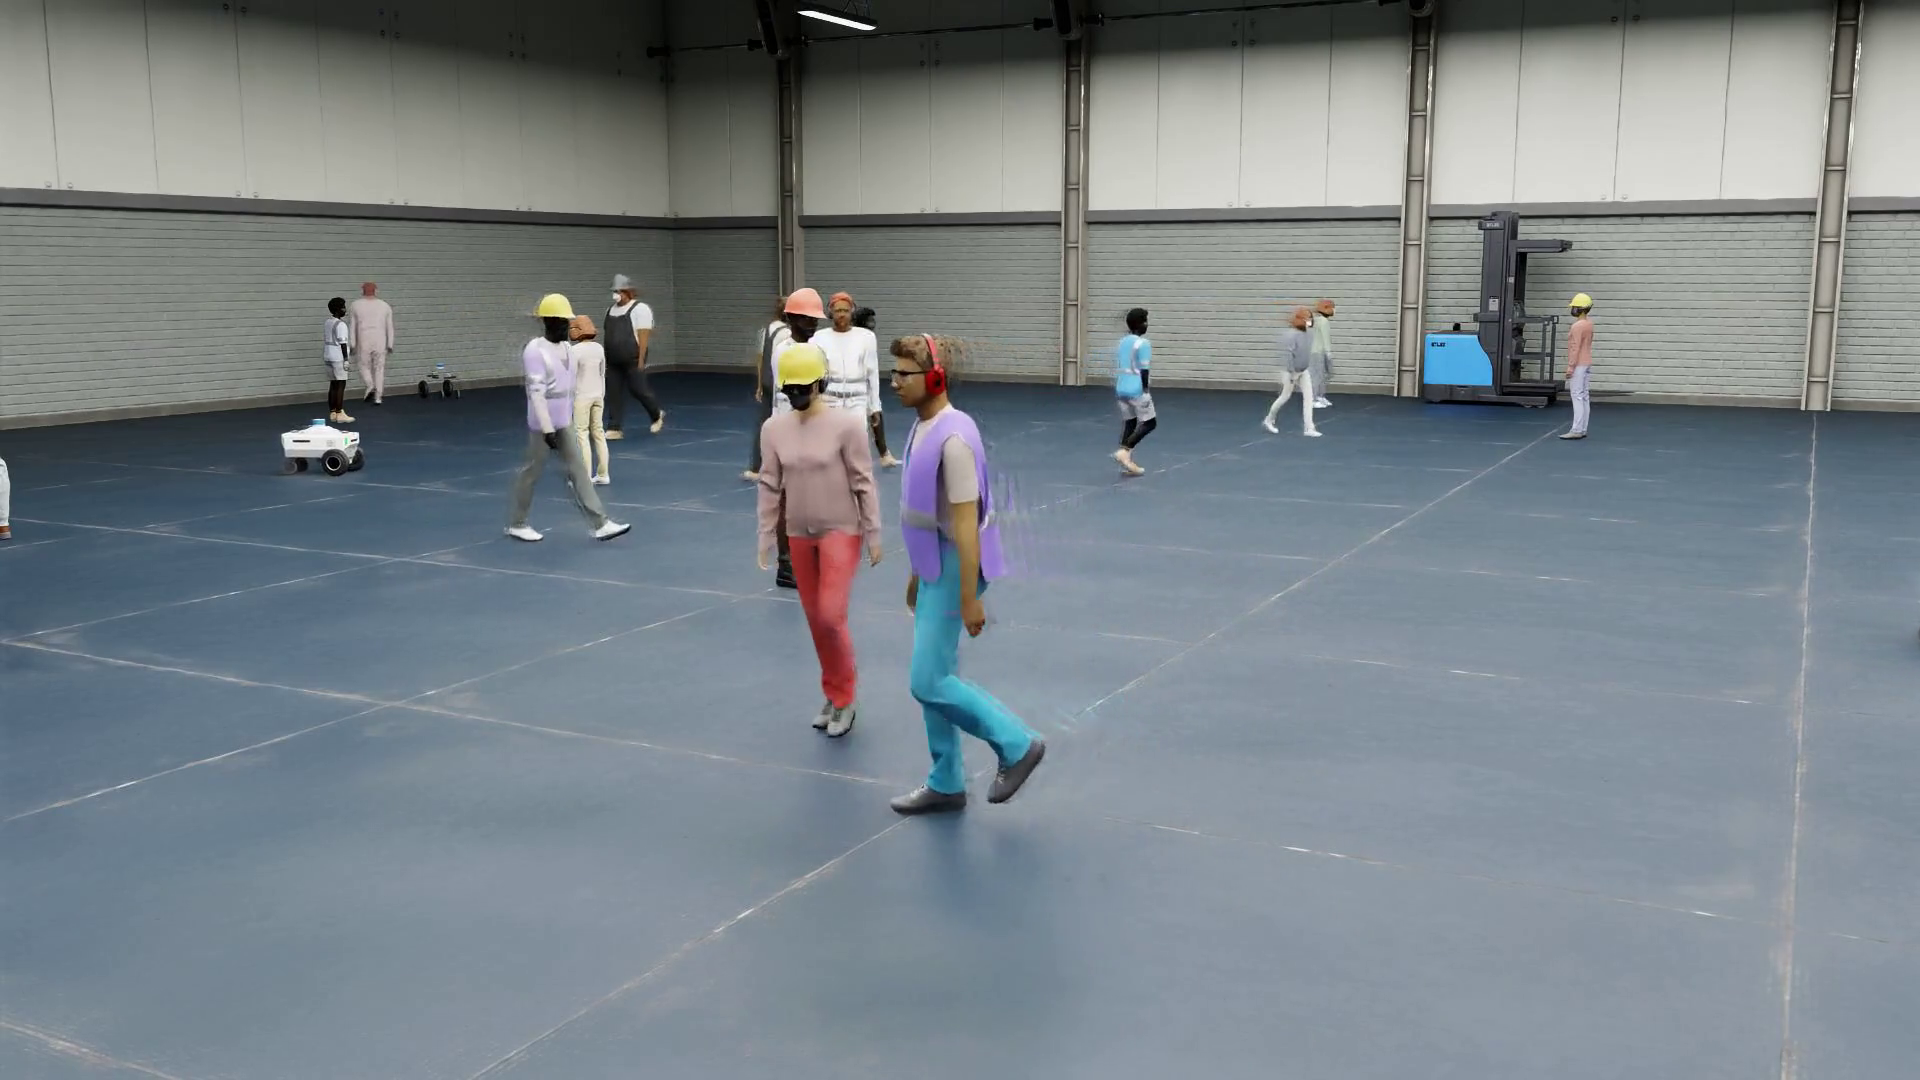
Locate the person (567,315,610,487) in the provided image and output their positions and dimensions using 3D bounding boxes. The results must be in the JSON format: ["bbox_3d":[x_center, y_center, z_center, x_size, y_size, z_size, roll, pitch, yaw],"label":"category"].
[{"bbox_3d":[-3.566,-1.326,15.873,0.267,1.627,0.500,5,11,29],"label":"person"}]

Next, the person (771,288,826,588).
[{"bbox_3d":[-1.037,-0.676,10.911,0.376,1.934,0.547,2,9,12],"label":"person"}]

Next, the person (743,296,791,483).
[{"bbox_3d":[-1.825,-1.453,16.154,0.416,1.811,0.702,-8,12,-41],"label":"person"}]

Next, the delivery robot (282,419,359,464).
[{"bbox_3d":[-6.508,-0.991,16.922,0.707,0.478,0.477,0,9,3],"label":"delivery robot"}]

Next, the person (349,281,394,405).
[{"bbox_3d":[-9.011,-3.012,25.456,0.667,1.888,0.436,-5,11,-29],"label":"person"}]

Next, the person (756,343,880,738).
[{"bbox_3d":[-0.646,-0.002,7.339,0.543,1.737,0.556,4,10,25],"label":"person"}]

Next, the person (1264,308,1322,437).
[{"bbox_3d":[4.164,-2.110,20.802,0.509,1.595,0.821,-8,12,-39],"label":"person"}]

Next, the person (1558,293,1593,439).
[{"bbox_3d":[7.549,-2.118,20.317,0.309,1.772,0.525,7,12,38],"label":"person"}]

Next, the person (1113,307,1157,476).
[{"bbox_3d":[1.748,-1.475,16.597,0.380,1.684,0.551,-4,10,-23],"label":"person"}]

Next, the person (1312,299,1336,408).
[{"bbox_3d":[5.470,-2.788,24.927,0.464,1.620,0.518,3,10,16],"label":"person"}]

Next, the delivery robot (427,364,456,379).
[{"bbox_3d":[-8.423,-2.747,26.972,0.335,0.223,0.698,-8,12,-40],"label":"delivery robot"}]

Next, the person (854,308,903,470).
[{"bbox_3d":[-0.920,-1.525,16.969,0.788,1.659,0.550,4,10,22],"label":"person"}]

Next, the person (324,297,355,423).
[{"bbox_3d":[-8.440,-2.444,22.575,0.321,1.689,0.530,-9,13,-43],"label":"person"}]

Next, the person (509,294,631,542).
[{"bbox_3d":[-3.019,-0.903,12.507,1.020,1.865,0.603,3,10,20],"label":"person"}]

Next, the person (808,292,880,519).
[{"bbox_3d":[-0.952,-1.077,13.580,0.605,1.867,0.571,-1,9,-5],"label":"person"}]

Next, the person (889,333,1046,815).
[{"bbox_3d":[-0.010,0.146,6.184,0.498,1.829,0.558,-2,9,-9],"label":"person"}]

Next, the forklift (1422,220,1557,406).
[{"bbox_3d":[8.245,-3.527,25.720,1.873,2.768,1.129,5,10,27],"label":"forklift"}]

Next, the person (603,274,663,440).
[{"bbox_3d":[-4.058,-2.243,20.381,0.683,2.000,0.832,4,10,25],"label":"person"}]

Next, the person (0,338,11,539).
[{"bbox_3d":[-7.446,-0.941,12.535,0.372,1.940,0.632,0,9,-2],"label":"person"}]
